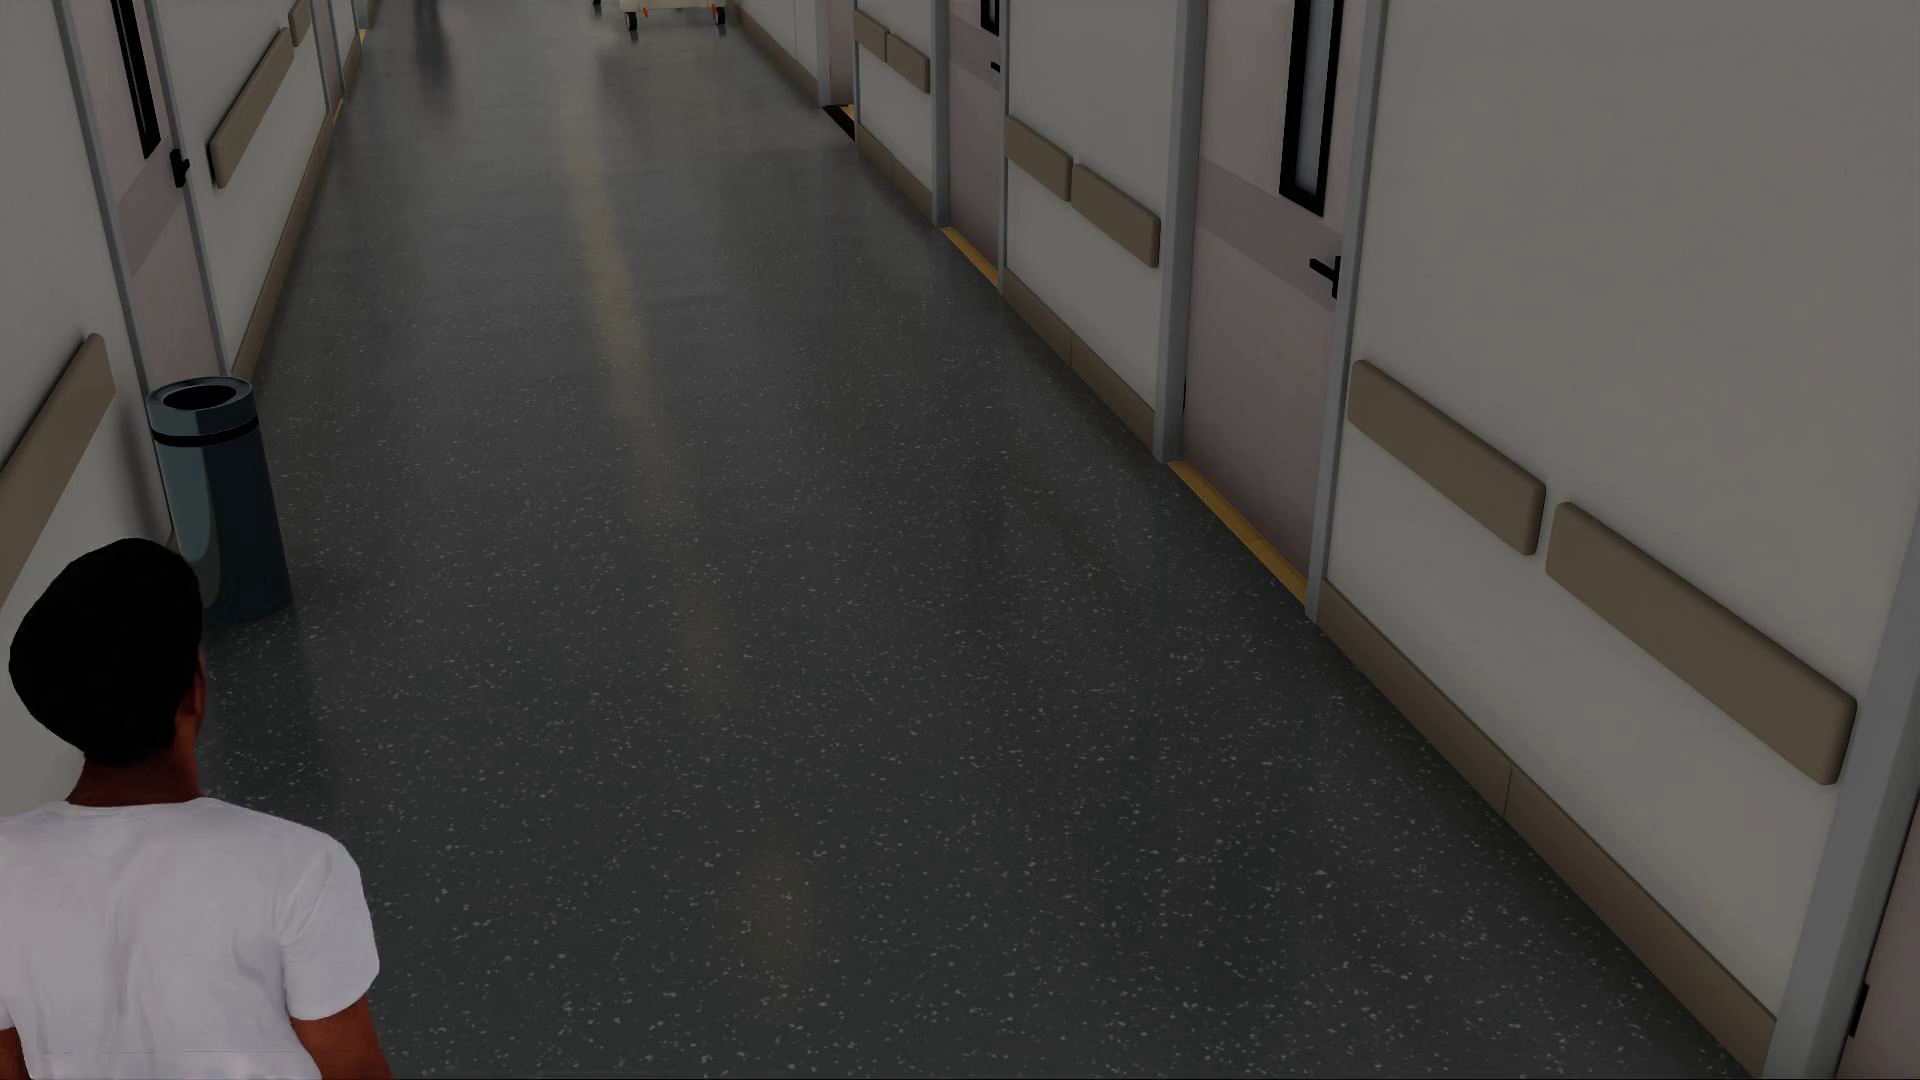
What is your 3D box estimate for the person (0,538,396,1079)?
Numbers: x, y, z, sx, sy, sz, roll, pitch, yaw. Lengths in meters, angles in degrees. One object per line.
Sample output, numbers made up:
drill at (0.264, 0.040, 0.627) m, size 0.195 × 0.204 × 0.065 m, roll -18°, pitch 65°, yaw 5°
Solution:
person at (-0.889, 0.892, 1.954) m, size 1.094 × 1.682 × 0.875 m, roll -1°, pitch 26°, yaw -2°
